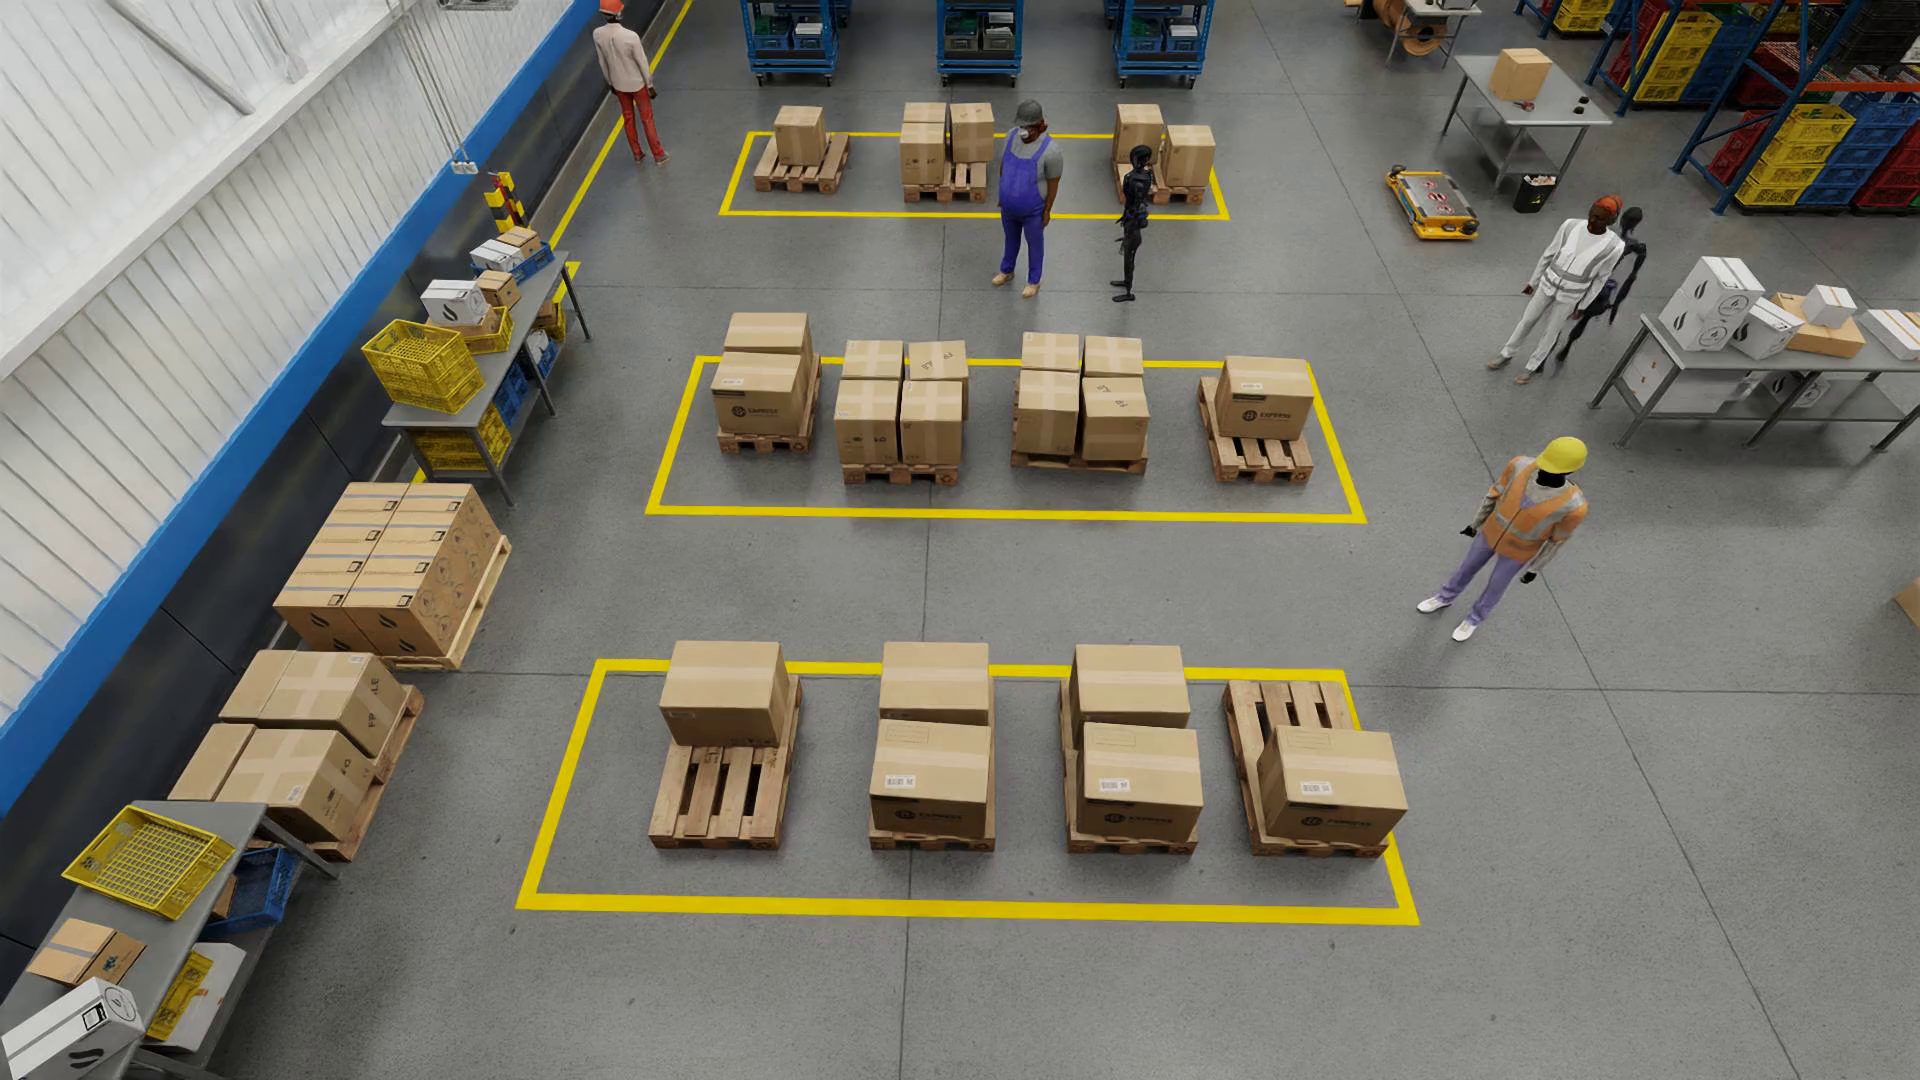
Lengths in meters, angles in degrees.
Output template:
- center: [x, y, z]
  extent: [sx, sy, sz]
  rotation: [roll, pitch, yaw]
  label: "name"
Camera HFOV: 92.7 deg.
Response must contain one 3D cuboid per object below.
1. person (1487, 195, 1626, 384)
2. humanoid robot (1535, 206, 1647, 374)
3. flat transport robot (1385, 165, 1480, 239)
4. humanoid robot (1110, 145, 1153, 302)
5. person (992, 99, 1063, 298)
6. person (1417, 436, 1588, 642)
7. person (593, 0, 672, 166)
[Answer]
- center: [5.528, -2.287, 8.445]
  extent: [0.347, 1.881, 0.576]
  rotation: [-30, 55, -23]
  label: "person"
- center: [5.930, -2.347, 8.646]
  extent: [0.591, 1.633, 0.634]
  rotation: [22, 53, 18]
  label: "humanoid robot"
- center: [5.692, -4.094, 11.059]
  extent: [0.652, 0.197, 1.431]
  rotation: [1, 49, 1]
  label: "flat transport robot"
- center: [1.746, -3.235, 9.394]
  extent: [0.324, 1.654, 0.601]
  rotation: [3, 49, 3]
  label: "humanoid robot"
- center: [0.642, -3.452, 9.350]
  extent: [0.677, 2.000, 0.537]
  rotation: [30, 55, 23]
  label: "person"
- center: [3.838, 0.006, 6.433]
  extent: [0.378, 1.925, 0.588]
  rotation: [-23, 53, -19]
  label: "person"
- center: [-4.040, -5.605, 11.244]
  extent: [0.619, 1.993, 0.378]
  rotation: [8, 50, 7]
  label: "person"
